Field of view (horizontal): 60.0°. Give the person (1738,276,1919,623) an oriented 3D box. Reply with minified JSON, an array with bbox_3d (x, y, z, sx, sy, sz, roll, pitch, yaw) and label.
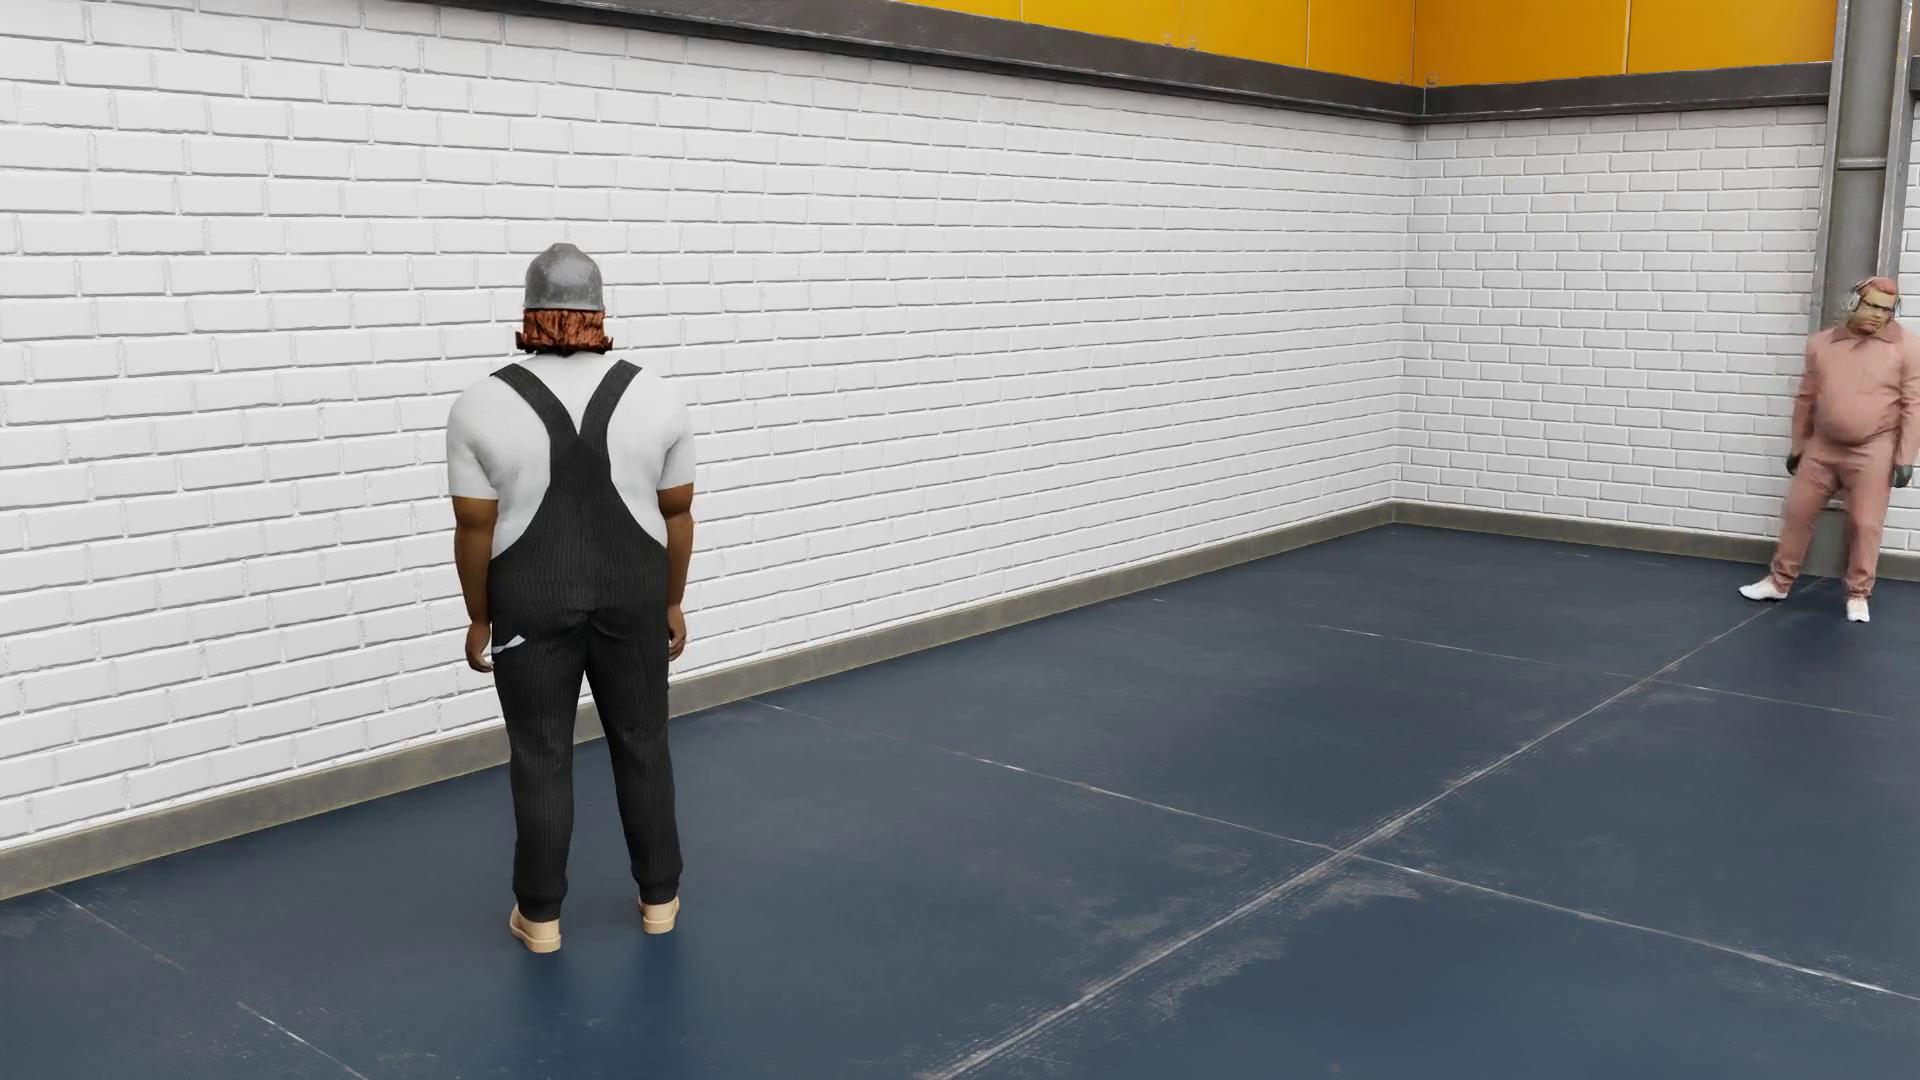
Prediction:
[{"bbox_3d":[4.819,-0.495,9.077,0.397,1.878,0.807,-7,12,-37],"label":"person"}]

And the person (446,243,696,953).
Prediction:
[{"bbox_3d":[-1.126,0.165,4.843,0.683,2.000,0.536,-4,11,-20],"label":"person"}]
